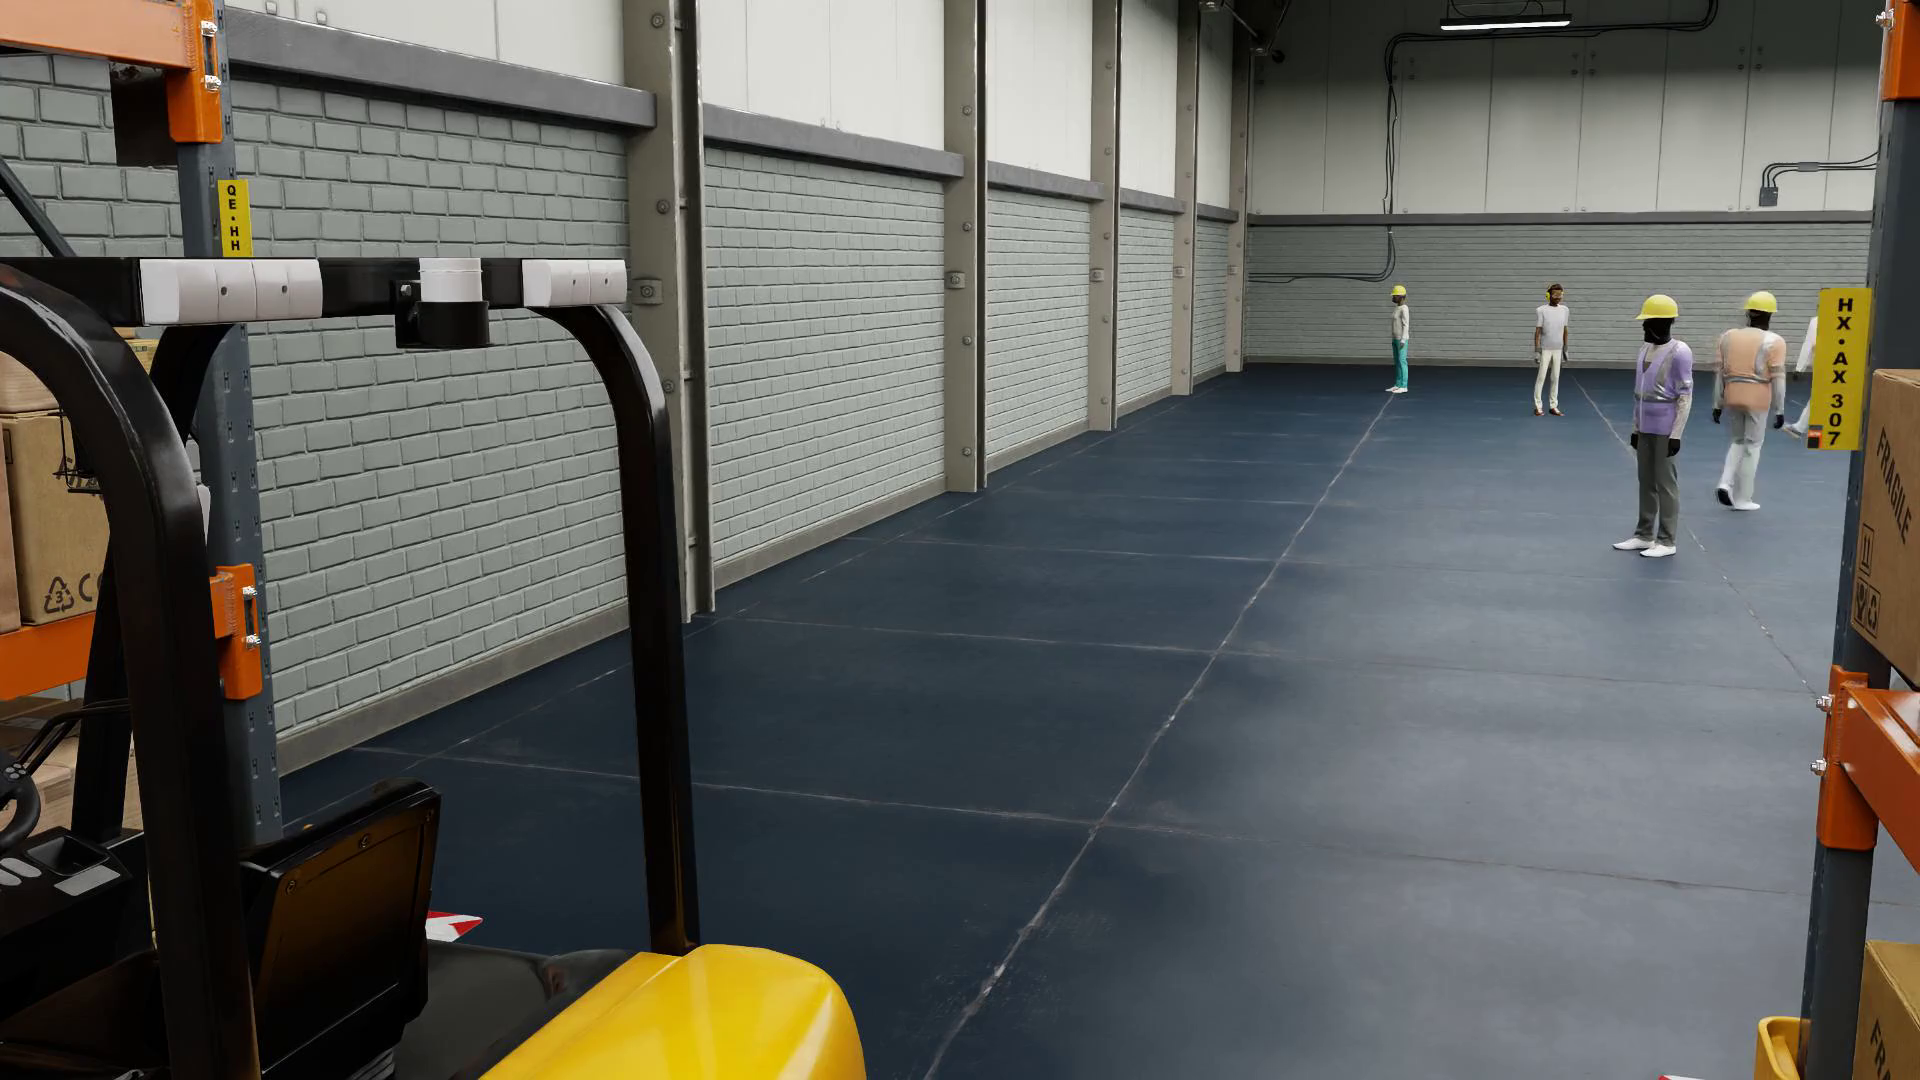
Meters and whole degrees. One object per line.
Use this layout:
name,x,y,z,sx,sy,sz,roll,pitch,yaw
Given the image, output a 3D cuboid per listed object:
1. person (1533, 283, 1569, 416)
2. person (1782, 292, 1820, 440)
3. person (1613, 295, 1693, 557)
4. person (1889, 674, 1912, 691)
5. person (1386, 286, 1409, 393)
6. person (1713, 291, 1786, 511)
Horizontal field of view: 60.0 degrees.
person,8.303,-2.665,23.357,0.507,1.861,0.312,-2,10,-12
person,10.210,-2.053,19.779,0.603,1.823,1.010,-4,11,-25
person,5.123,-0.835,12.247,0.388,1.926,0.590,-2,10,-9
person,4.449,0.086,7.700,0.505,1.620,0.589,0,10,1
person,7.229,-3.305,27.440,0.328,1.767,0.531,0,10,-2
person,6.868,-1.194,14.434,0.420,1.908,0.606,-6,11,-33
